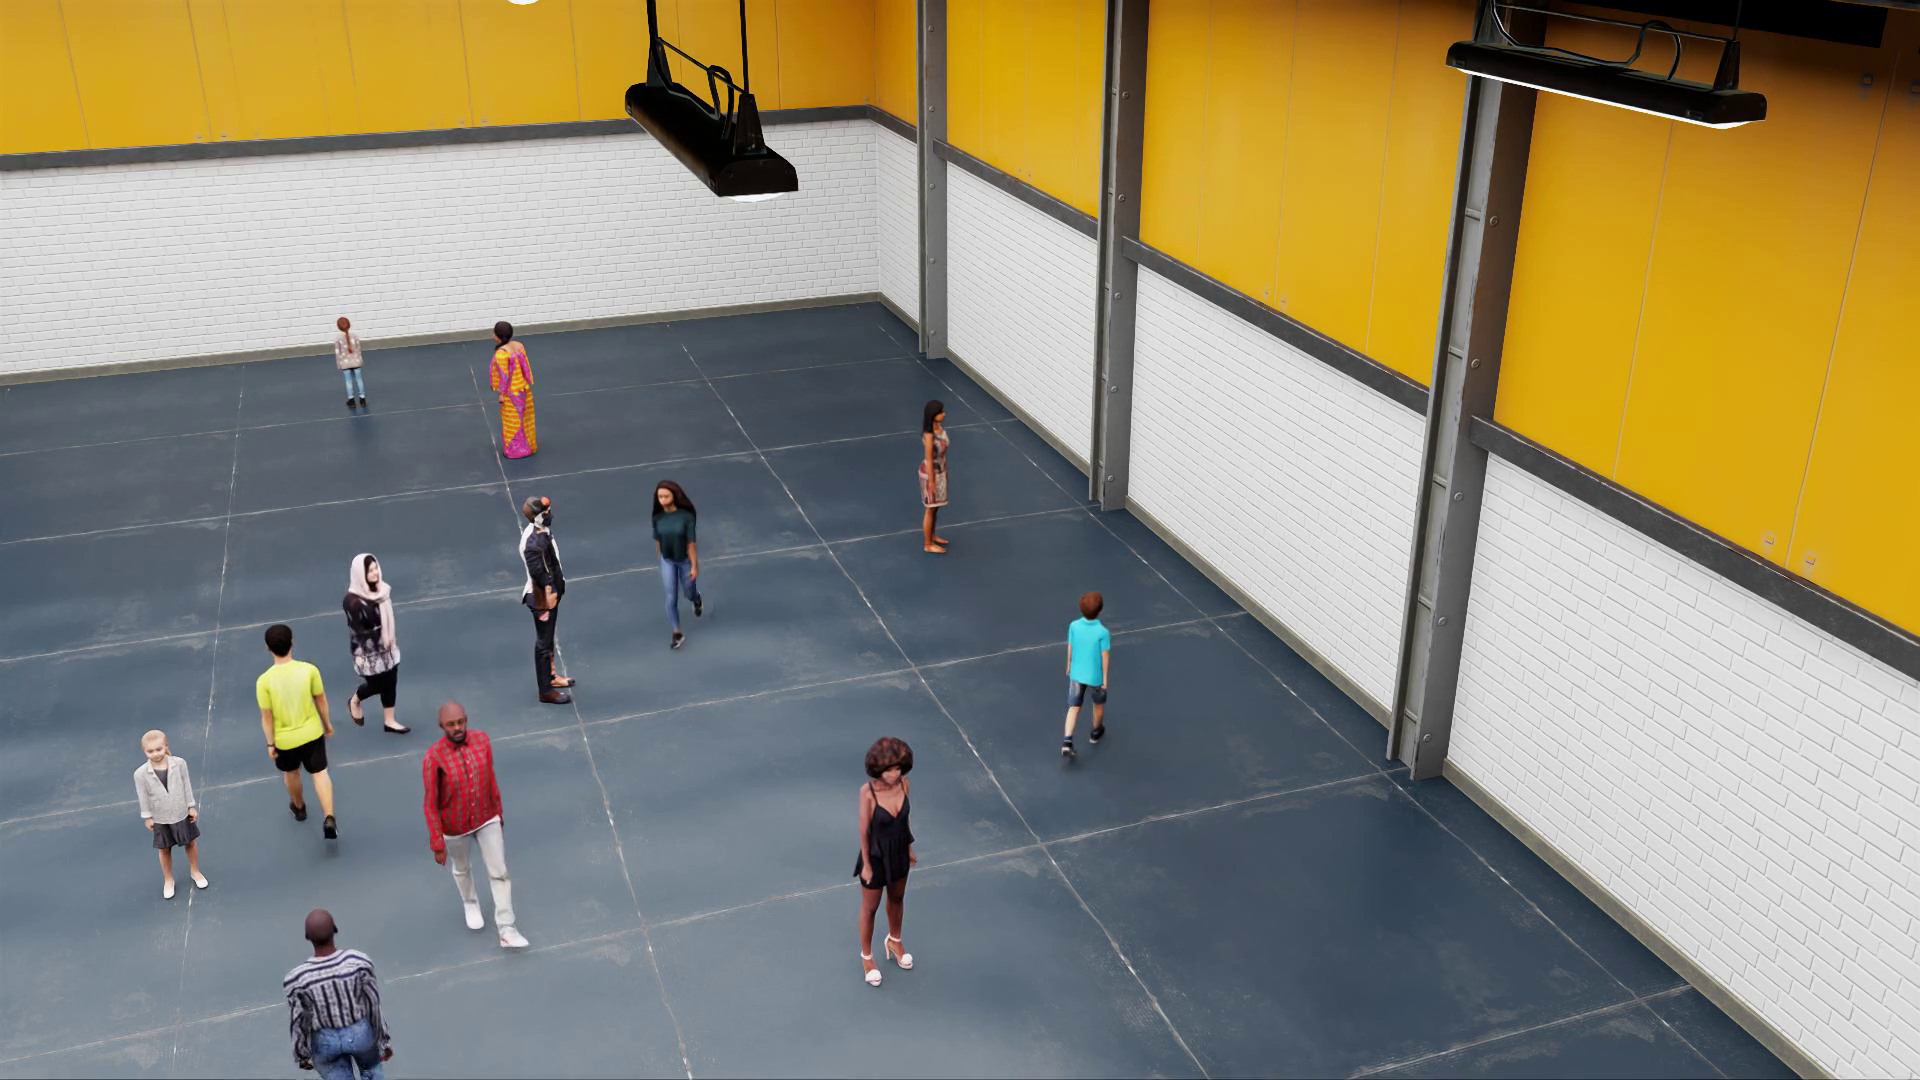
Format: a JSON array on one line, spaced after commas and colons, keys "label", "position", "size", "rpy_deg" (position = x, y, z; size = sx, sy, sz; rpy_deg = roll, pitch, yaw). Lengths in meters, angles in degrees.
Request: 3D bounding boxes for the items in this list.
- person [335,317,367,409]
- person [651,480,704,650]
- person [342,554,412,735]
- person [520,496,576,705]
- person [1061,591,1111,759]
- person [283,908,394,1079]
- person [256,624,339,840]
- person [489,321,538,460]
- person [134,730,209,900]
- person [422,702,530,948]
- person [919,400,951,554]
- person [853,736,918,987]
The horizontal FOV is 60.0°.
[{"label": "person", "position": [-7.915, -2.308, 21.593], "size": [0.498, 1.189, 0.497], "rpy_deg": [-12, 26, -26]}, {"label": "person", "position": [-2.591, 0.177, 15.399], "size": [0.820, 1.597, 1.001], "rpy_deg": [3, 24, 7]}, {"label": "person", "position": [-4.925, 0.867, 13.786], "size": [0.922, 1.625, 0.868], "rpy_deg": [9, 25, 20]}, {"label": "person", "position": [-3.586, 0.489, 14.317], "size": [0.781, 1.892, 0.604], "rpy_deg": [-3, 24, -7]}, {"label": "person", "position": [1.008, 1.103, 13.492], "size": [0.890, 1.427, 0.961], "rpy_deg": [10, 26, 22]}, {"label": "person", "position": [-3.342, 2.833, 9.094], "size": [0.700, 1.780, 0.687], "rpy_deg": [-12, 26, -25]}, {"label": "person", "position": [-4.905, 1.459, 12.359], "size": [0.776, 1.683, 1.109], "rpy_deg": [-13, 27, -28]}, {"label": "person", "position": [-5.378, -1.824, 19.873], "size": [0.838, 1.681, 0.765], "rpy_deg": [6, 24, 14]}, {"label": "person", "position": [-5.612, 1.921, 11.811], "size": [0.554, 1.275, 0.571], "rpy_deg": [-14, 27, -29]}, {"label": "person", "position": [-3.373, 1.871, 11.284], "size": [0.883, 1.788, 1.184], "rpy_deg": [-15, 28, -31]}, {"label": "person", "position": [-0.283, -0.683, 17.303], "size": [0.789, 1.648, 0.661], "rpy_deg": [4, 24, 10]}, {"label": "person", "position": [-0.490, 2.068, 10.836], "size": [0.635, 1.787, 0.644], "rpy_deg": [-17, 29, -34]}]
